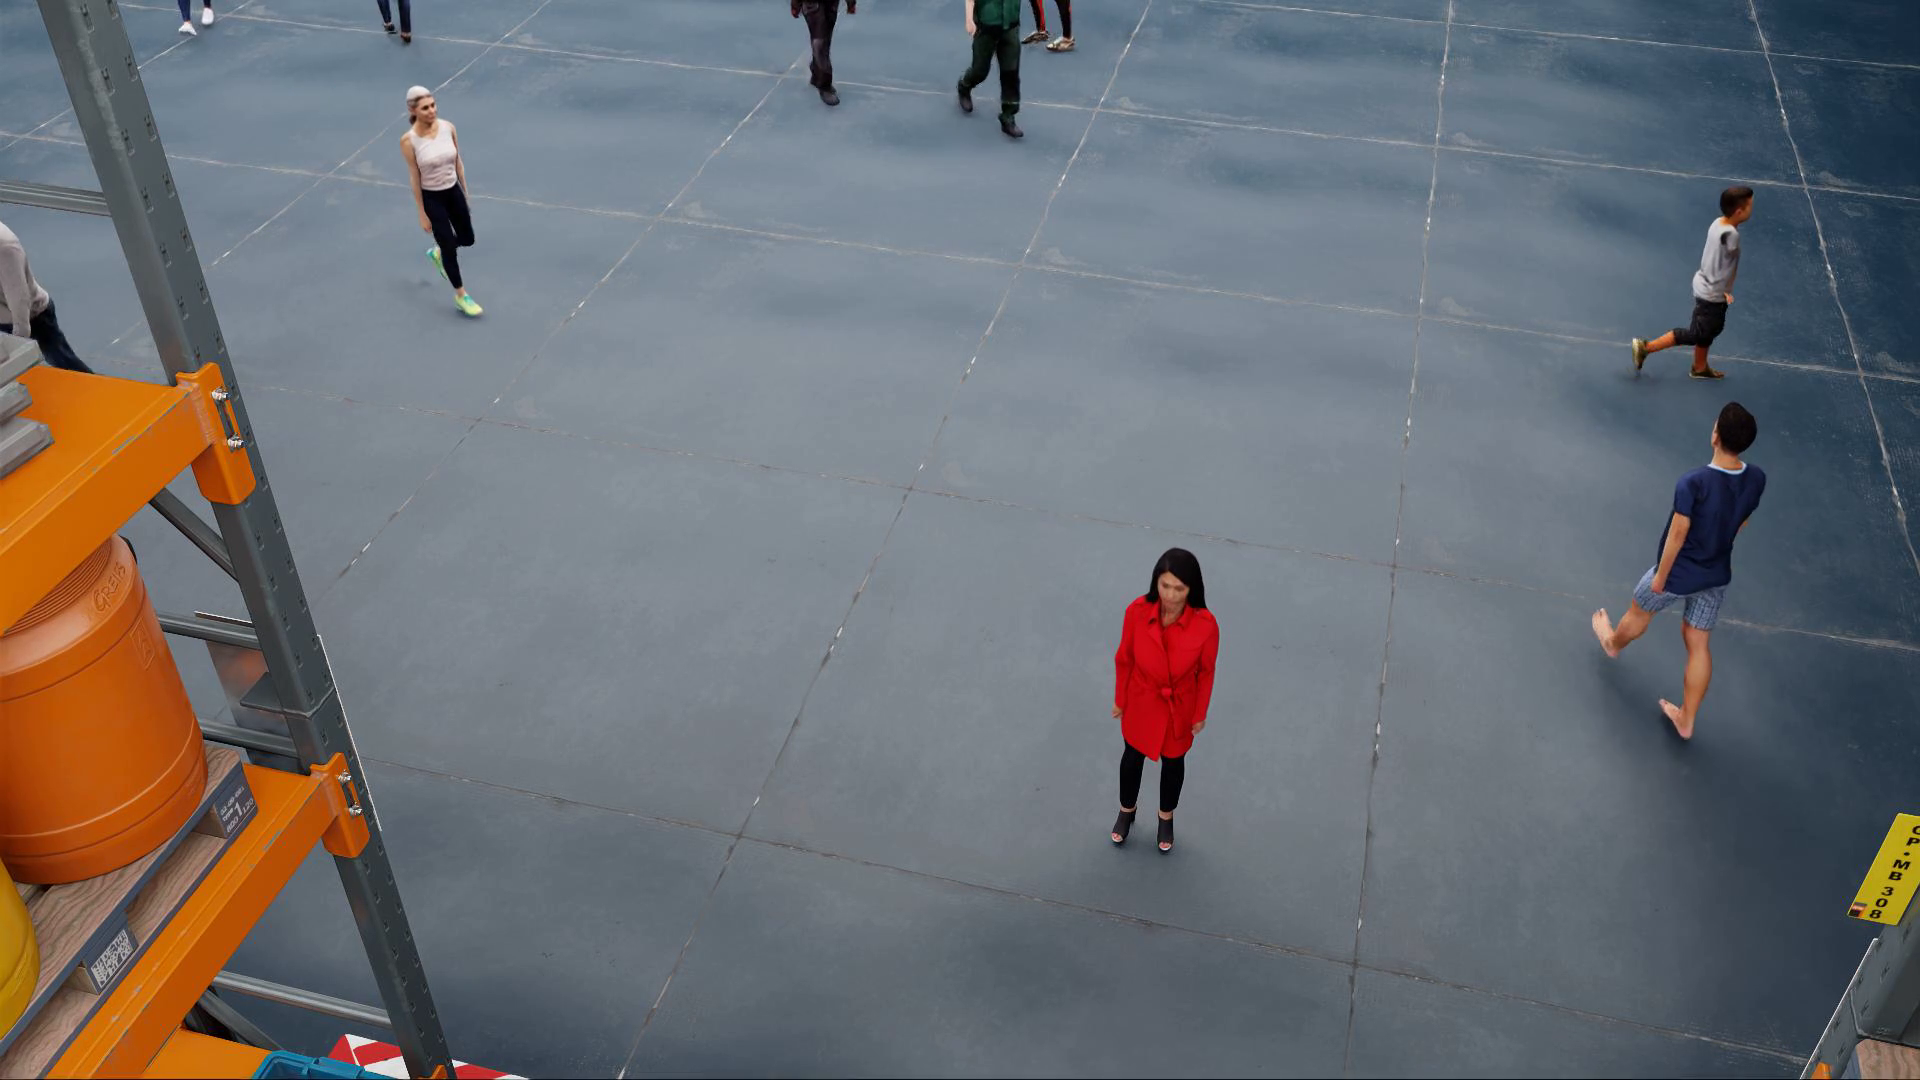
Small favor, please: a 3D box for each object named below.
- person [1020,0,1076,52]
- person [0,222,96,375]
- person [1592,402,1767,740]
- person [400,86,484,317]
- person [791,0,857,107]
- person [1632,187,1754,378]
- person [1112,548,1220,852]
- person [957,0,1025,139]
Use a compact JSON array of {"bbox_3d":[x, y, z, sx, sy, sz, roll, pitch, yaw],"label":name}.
[{"bbox_3d":[0.974,-5.497,15.646,0.879,1.789,0.829,-12,40,-14],"label":"person"},{"bbox_3d":[-5.782,-1.419,10.379,0.980,1.856,1.288,21,43,25],"label":"person"},{"bbox_3d":[3.720,0.214,8.341,0.923,1.797,1.220,-4,38,-6],"label":"person"},{"bbox_3d":[-3.738,-2.421,11.798,0.881,1.687,0.912,28,46,31],"label":"person"},{"bbox_3d":[-1.296,-4.892,14.856,1.010,1.809,1.064,-21,43,-25],"label":"person"},{"bbox_3d":[4.984,-1.721,11.102,0.735,1.442,0.913,2,38,2],"label":"person"},{"bbox_3d":[0.927,0.758,7.684,0.599,1.748,0.592,10,39,13],"label":"person"},{"bbox_3d":[0.259,-4.446,14.232,1.157,1.877,1.224,-19,42,-23],"label":"person"}]
